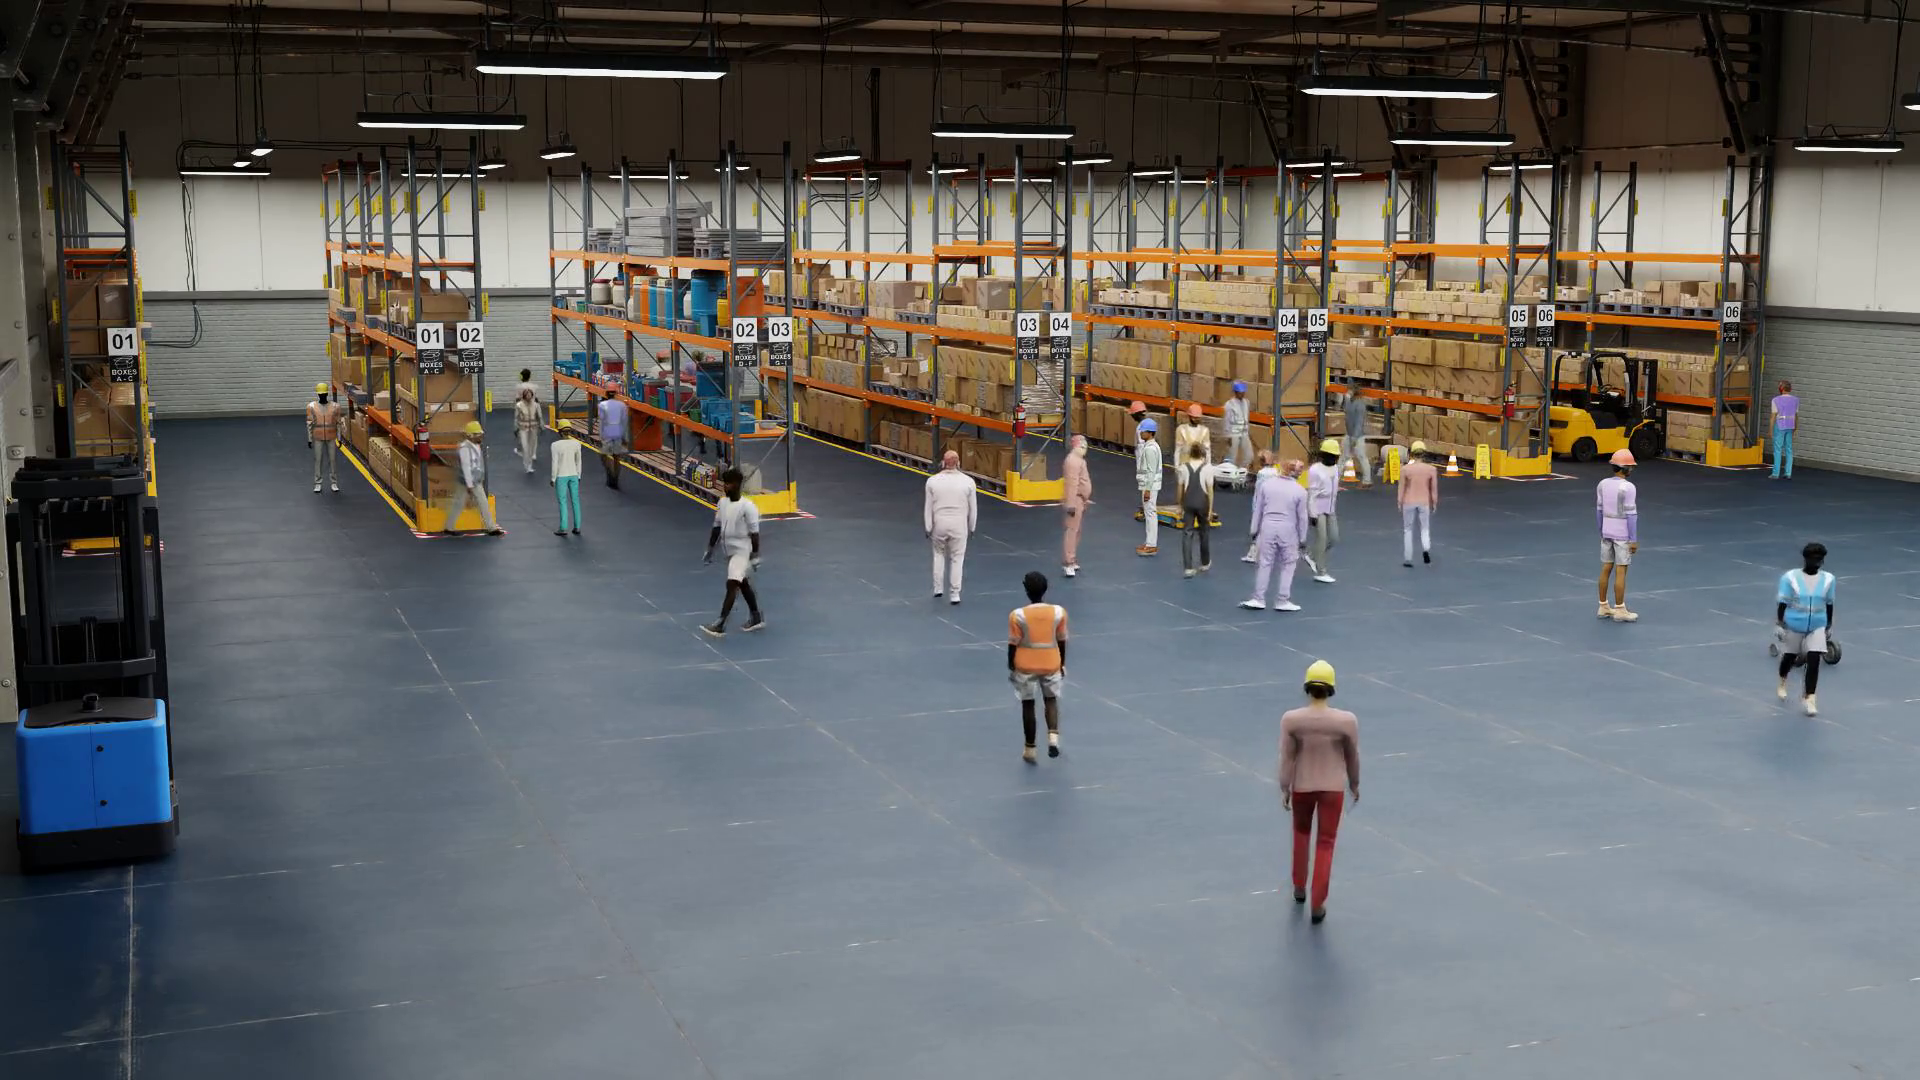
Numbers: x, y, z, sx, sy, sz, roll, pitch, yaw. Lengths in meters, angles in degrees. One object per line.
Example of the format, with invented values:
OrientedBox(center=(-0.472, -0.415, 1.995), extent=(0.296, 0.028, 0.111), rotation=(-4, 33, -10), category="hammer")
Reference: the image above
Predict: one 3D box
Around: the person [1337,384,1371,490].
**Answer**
OrientedBox(center=(6.885, -1.815, 37.096), extent=(0.992, 1.889, 0.660), rotation=(-3, 9, -16), category="person")

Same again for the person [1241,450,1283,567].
OrientedBox(center=(4.308, -0.447, 28.987), extent=(0.852, 1.594, 0.578), rotation=(6, 10, 35), category="person")

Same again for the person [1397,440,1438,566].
OrientedBox(center=(6.282, -0.492, 28.758), extent=(0.551, 1.744, 0.504), rotation=(1, 9, 7), category="person")

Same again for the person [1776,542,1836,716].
OrientedBox(center=(8.192, 0.814, 20.352), extent=(0.554, 1.652, 0.833), rotation=(1, 9, 7), category="person")

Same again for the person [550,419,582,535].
OrientedBox(center=(-5.993, -0.960, 31.819), extent=(0.535, 1.767, 0.315), rotation=(-8, 12, -43), category="person")

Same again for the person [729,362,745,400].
OrientedBox(center=(-5.441, -3.661, 50.386), extent=(0.518, 1.596, 0.760), rotation=(-1, 9, -9), category="person")

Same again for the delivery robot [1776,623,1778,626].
OrientedBox(center=(9.100, 0.871, 22.597), extent=(0.335, 0.223, 0.698), rotation=(-2, 9, -13), category="delivery robot")

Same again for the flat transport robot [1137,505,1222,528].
OrientedBox(center=(3.456, -0.378, 33.045), extent=(0.652, 0.197, 1.431), rotation=(-4, 10, -27), category="flat transport robot")

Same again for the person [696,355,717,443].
OrientedBox(center=(-5.410, -3.059, 45.336), extent=(0.643, 1.912, 0.410), rotation=(-1, 9, -9), category="person")

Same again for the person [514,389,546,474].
OrientedBox(center=(-8.141, -2.058, 39.640), extent=(0.545, 1.596, 0.797), rotation=(-5, 10, -29), category="person")

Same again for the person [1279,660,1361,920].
OrientedBox(center=(2.465, 1.678, 14.312), extent=(0.532, 1.744, 0.712), rotation=(2, 9, 16), category="person")

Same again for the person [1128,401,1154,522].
OrientedBox(center=(2.886, -1.260, 33.341), extent=(0.442, 1.915, 0.556), rotation=(2, 9, 13), category="person")

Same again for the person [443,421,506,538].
OrientedBox(center=(-7.350, -0.901, 31.388), extent=(0.961, 1.779, 0.599), rotation=(2, 9, 11), category="person")

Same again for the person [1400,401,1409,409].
OrientedBox(center=(10.318, -3.429, 48.397), extent=(0.483, 1.737, 0.320), rotation=(8, 12, 43), category="person")

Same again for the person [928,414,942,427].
OrientedBox(center=(-0.578, -3.572, 48.918), extent=(0.608, 1.873, 0.996), rotation=(-4, 9, -23), category="person")

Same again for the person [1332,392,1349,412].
OrientedBox(center=(9.022, -3.607, 49.251), extent=(0.646, 1.838, 0.431), rotation=(-4, 10, -26), category="person")

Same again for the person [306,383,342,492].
OrientedBox(center=(-11.214, -1.812, 36.963), extent=(0.594, 1.926, 0.367), rotation=(-3, 9, -19), category="person")

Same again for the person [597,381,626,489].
OrientedBox(center=(-6.210, -1.867, 37.337), extent=(0.546, 1.925, 0.415), rotation=(-5, 10, -28), category="person")

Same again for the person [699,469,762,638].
OrientedBox(center=(-2.619, 0.138, 23.989), extent=(1.020, 1.908, 0.628), rotation=(-8, 12, -42), category="person")

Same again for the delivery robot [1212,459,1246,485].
OrientedBox(center=(4.741, -1.193, 37.220), extent=(0.477, 0.478, 0.707), rotation=(-8, 12, -44), category="delivery robot")

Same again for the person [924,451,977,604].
OrientedBox(center=(-0.106, -0.170, 26.147), extent=(0.648, 1.886, 0.703), rotation=(1, 9, 7), category="person")

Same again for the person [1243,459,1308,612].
OrientedBox(center=(3.867, -0.071, 25.590), extent=(0.806, 1.865, 0.416), rotation=(5, 10, 30), category="person")

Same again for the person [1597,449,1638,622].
OrientedBox(center=(7.841, -0.064, 24.926), extent=(0.375, 2.044, 0.604), rotation=(-4, 9, -25), category="person")

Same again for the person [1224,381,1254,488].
OrientedBox(center=(4.997, -1.873, 37.355), extent=(0.657, 1.925, 0.585), rotation=(-7, 11, -37), category="person")

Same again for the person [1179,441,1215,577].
OrientedBox(center=(3.192, -0.427, 28.205), extent=(0.514, 1.802, 0.931), rotation=(3, 9, 19), category="person")

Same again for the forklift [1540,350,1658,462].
OrientedBox(center=(12.897, -2.725, 42.309), extent=(2.313, 2.155, 1.214), rotation=(-3, 9, -21), category="forklift")

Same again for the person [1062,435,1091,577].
OrientedBox(center=(1.568, -0.468, 28.211), extent=(0.397, 1.875, 0.773), rotation=(0, 9, 3), category="person")

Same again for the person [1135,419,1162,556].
OrientedBox(center=(2.690, -0.762, 29.893), extent=(0.389, 1.947, 0.615), rotation=(1, 9, 5), category="person")

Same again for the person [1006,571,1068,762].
OrientedBox(center=(0.669, 1.109, 18.247), extent=(0.551, 1.688, 0.382), rotation=(-2, 9, -11), category="person")

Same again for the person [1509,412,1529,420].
OrientedBox(center=(11.511, -2.735, 43.396), extent=(0.576, 1.856, 0.859), rotation=(4, 9, 25), category="person")

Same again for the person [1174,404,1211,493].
OrientedBox(center=(3.646, -1.170, 32.717), extent=(0.569, 1.912, 0.581), rotation=(-1, 9, -7), category="person")

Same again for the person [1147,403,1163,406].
OrientedBox(center=(4.421, -3.334, 47.503), extent=(0.605, 1.809, 0.772), rotation=(-3, 9, -21), category="person")

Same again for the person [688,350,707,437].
OrientedBox(center=(-5.852, -3.268, 46.736), extent=(0.375, 1.917, 0.686), rotation=(-6, 10, -33), category="person")

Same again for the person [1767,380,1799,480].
OrientedBox(center=(15.234, -2.028, 38.711), extent=(0.561, 1.836, 0.377), rotation=(-3, 9, -17), category="person")

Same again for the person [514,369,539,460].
OrientedBox(center=(-8.744, -2.540, 42.170), extent=(0.552, 1.818, 0.996), rotation=(-5, 10, -31), category="person")

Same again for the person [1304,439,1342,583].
OrientedBox(center=(4.782, -0.400, 27.628), extent=(0.585, 1.904, 0.531), rotation=(-7, 11, -40), category="person")

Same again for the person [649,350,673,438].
OrientedBox(center=(-6.612, -3.235, 46.454), extent=(0.624, 1.932, 1.066), rotation=(-5, 10, -31), category="person")

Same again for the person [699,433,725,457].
OrientedBox(center=(-5.108, -2.674, 42.831), extent=(0.545, 1.901, 0.959), rotation=(-4, 9, -25), category="person")

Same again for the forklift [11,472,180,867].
OrientedBox(center=(-6.630, 0.886, 15.957), extent=(1.129, 2.768, 1.873), rotation=(-3, 9, -21), category="forklift")
